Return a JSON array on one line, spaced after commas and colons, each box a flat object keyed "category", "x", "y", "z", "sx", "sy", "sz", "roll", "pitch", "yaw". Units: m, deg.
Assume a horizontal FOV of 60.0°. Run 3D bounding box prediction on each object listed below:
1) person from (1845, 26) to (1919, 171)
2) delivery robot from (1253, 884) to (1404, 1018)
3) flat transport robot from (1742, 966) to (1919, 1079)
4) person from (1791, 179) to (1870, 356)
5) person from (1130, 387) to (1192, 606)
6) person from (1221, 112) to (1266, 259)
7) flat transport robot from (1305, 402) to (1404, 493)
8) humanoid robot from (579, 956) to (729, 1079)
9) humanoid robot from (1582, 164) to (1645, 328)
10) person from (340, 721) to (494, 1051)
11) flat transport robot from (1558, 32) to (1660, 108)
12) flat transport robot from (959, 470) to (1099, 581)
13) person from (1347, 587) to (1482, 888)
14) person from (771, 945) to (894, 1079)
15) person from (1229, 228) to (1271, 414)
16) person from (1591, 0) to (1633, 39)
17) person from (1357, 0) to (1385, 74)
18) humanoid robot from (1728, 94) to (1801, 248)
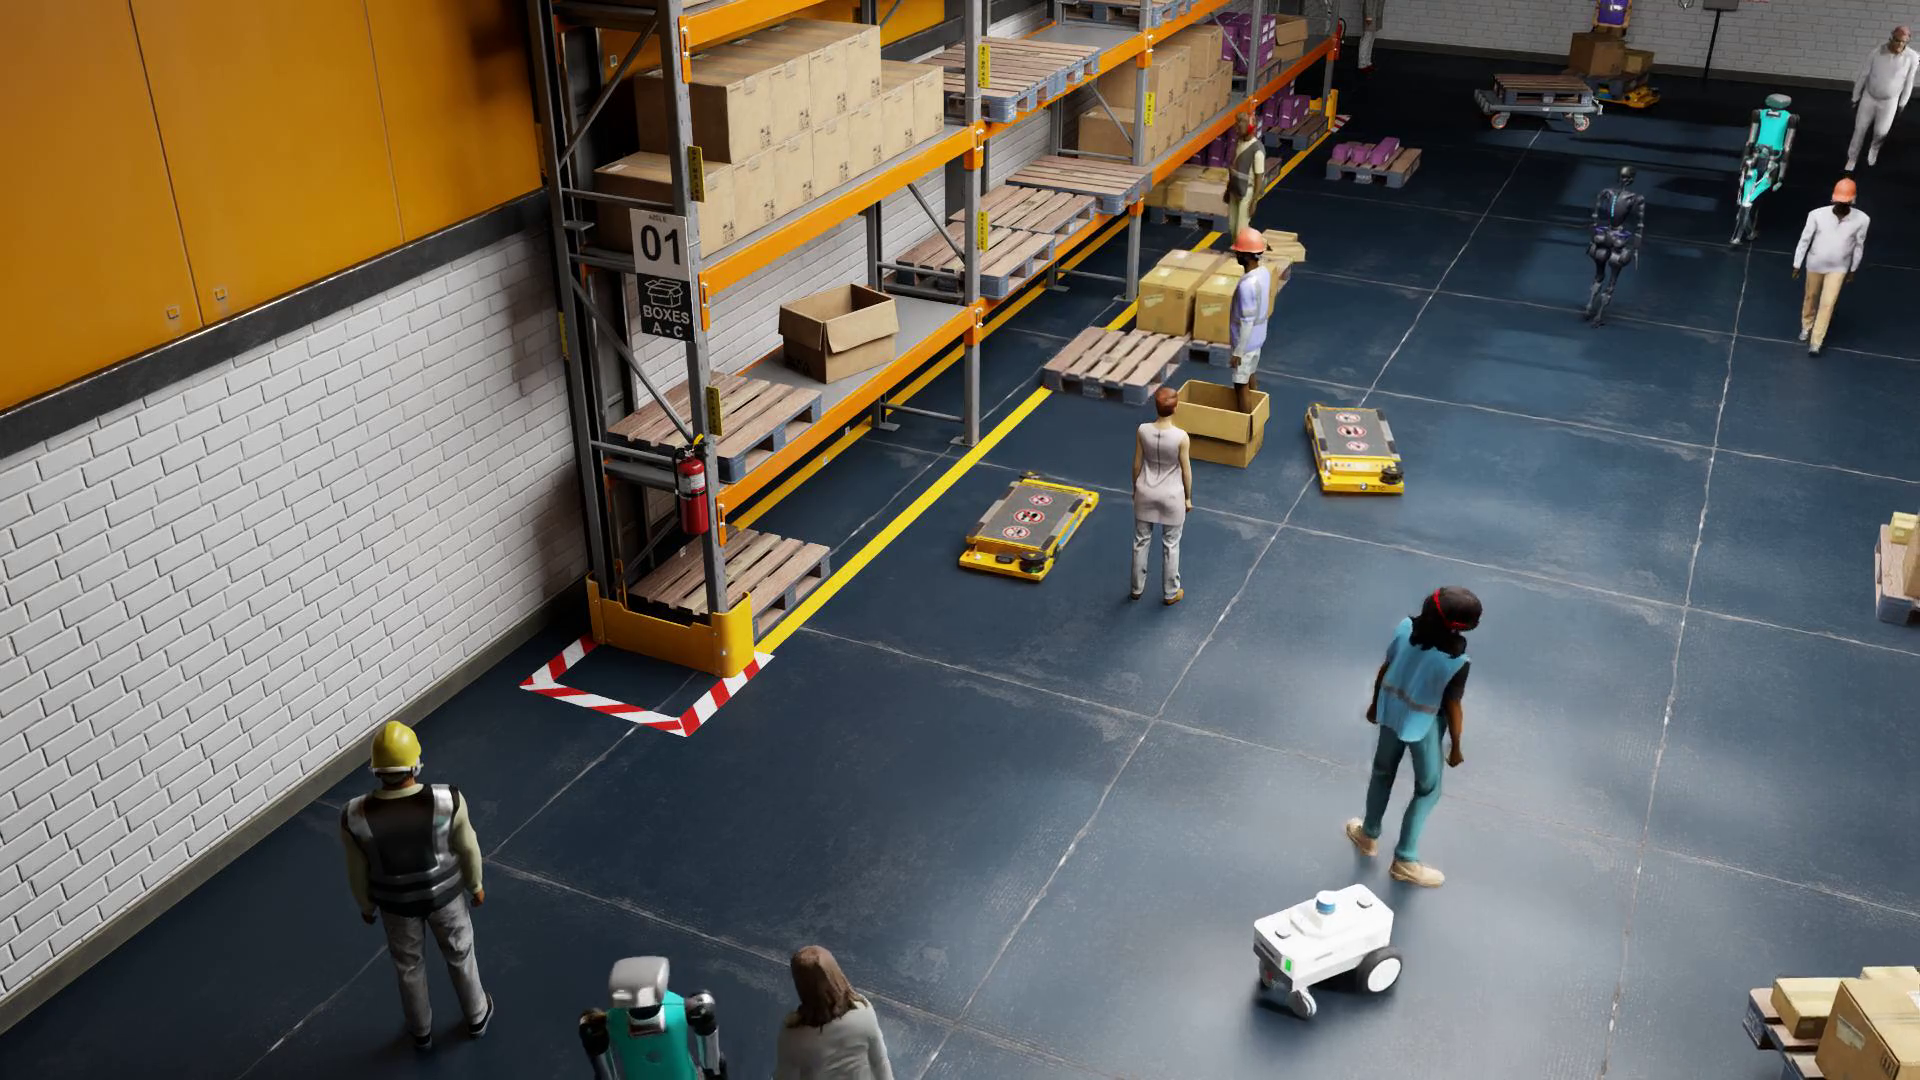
[{"category": "person", "x": 11.984, "y": -5.746, "z": 21.683, "sx": 0.678, "sy": 1.886, "sz": 0.477, "roll": 16, "pitch": 32, "yaw": 27}, {"category": "delivery robot", "x": 1.902, "y": 2.080, "z": 8.590, "sx": 0.785, "sy": 0.614, "sz": 0.524, "roll": -13, "pitch": 31, "yaw": -23}, {"category": "flat transport robot", "x": 4.426, "y": 2.626, "z": 7.858, "sx": 0.659, "sy": 0.231, "sz": 1.431, "roll": -1, "pitch": 28, "yaw": -2}, {"category": "person", "x": 8.407, "y": -2.666, "z": 16.150, "sx": 0.579, "sy": 1.697, "sz": 0.934, "roll": 15, "pitch": 32, "yaw": 25}, {"category": "person", "x": 1.430, "y": -0.309, "z": 11.833, "sx": 0.443, "sy": 1.658, "sz": 0.285, "roll": 11, "pitch": 30, "yaw": 20}, {"category": "person", "x": 3.058, "y": -3.703, "z": 17.963, "sx": 0.457, "sy": 1.851, "sz": 0.576, "roll": -9, "pitch": 30, "yaw": -16}, {"category": "flat transport robot", "x": 3.354, "y": -0.796, "z": 14.204, "sx": 0.659, "sy": 0.231, "sz": 1.431, "roll": 2, "pitch": 28, "yaw": 4}, {"category": "humanoid robot", "x": -1.216, "y": 2.261, "z": 7.034, "sx": 0.557, "sy": 1.778, "sz": 0.892, "roll": -2, "pitch": 28, "yaw": -3}, {"category": "humanoid robot", "x": 6.567, "y": -2.961, "z": 16.737, "sx": 0.377, "sy": 1.643, "sz": 0.589, "roll": -24, "pitch": 37, "yaw": -37}, {"category": "person", "x": -2.595, "y": 1.666, "z": 7.992, "sx": 0.599, "sy": 1.829, "sz": 0.403, "roll": -8, "pitch": 29, "yaw": -14}, {"category": "flat transport robot", "x": 9.888, "y": -6.861, "z": 25.451, "sx": 1.431, "sy": 0.231, "sz": 0.659, "roll": 22, "pitch": 35, "yaw": 35}, {"category": "flat transport robot", "x": 0.557, "y": -0.125, "z": 12.960, "sx": 0.659, "sy": 0.231, "sz": 1.431, "roll": 11, "pitch": 30, "yaw": 19}, {"category": "person", "x": 2.461, "y": 1.024, "z": 9.178, "sx": 0.386, "sy": 1.847, "sz": 0.677, "roll": -20, "pitch": 34, "yaw": -32}, {"category": "person", "x": -0.493, "y": 2.395, "z": 6.863, "sx": 0.536, "sy": 1.617, "sz": 0.867, "roll": -16, "pitch": 32, "yaw": -27}, {"category": "person", "x": 2.404, "y": -1.702, "z": 14.129, "sx": 0.369, "sy": 1.935, "sz": 0.550, "roll": 12, "pitch": 31, "yaw": 21}, {"category": "person", "x": 10.122, "y": -8.030, "z": 25.864, "sx": 0.544, "sy": 1.933, "sz": 0.401, "roll": 15, "pitch": 32, "yaw": 26}, {"category": "person", "x": 6.666, "y": -8.479, "z": 26.804, "sx": 0.367, "sy": 1.836, "sz": 0.503, "roll": 18, "pitch": 33, "yaw": 30}, {"category": "humanoid robot", "x": 8.991, "y": -4.113, "z": 18.860, "sx": 1.030, "sy": 1.761, "sz": 0.538, "roll": -24, "pitch": 36, "yaw": -37}]
